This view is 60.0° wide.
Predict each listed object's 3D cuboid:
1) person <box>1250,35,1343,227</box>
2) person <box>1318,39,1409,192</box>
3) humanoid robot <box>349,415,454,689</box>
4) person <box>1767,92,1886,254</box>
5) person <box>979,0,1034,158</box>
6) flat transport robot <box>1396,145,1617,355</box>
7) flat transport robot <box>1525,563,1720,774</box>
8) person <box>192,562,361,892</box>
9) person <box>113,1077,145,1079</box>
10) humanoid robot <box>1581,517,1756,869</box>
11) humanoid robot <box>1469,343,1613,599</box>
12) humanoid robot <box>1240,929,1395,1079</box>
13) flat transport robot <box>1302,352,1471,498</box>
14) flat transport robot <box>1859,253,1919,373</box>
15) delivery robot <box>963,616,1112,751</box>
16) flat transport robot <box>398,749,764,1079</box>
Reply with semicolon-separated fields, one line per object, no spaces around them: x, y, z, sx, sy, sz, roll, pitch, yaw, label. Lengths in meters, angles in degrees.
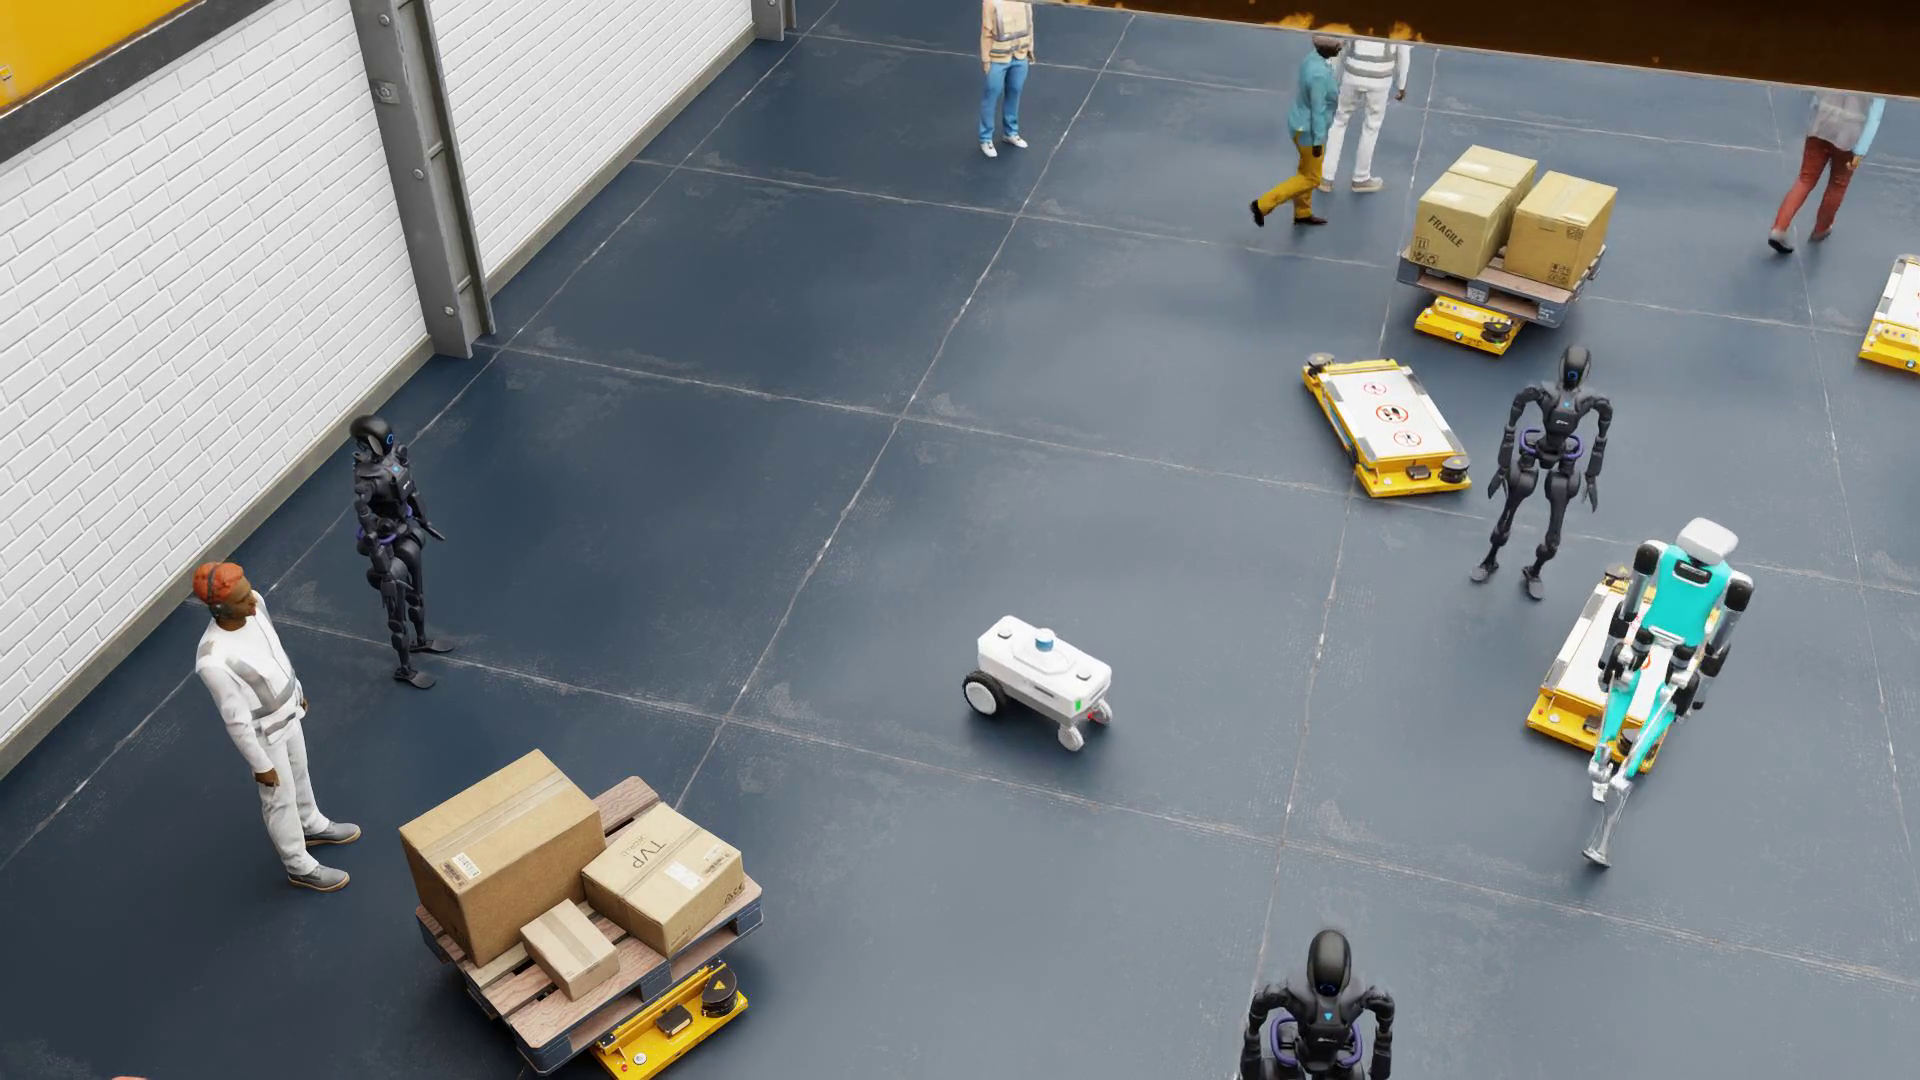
2.608;-3.135;12.726;0.616;1.733;0.560;0;39;0;person
3.209;-3.644;13.277;0.685;1.855;0.364;15;41;17;person
-2.980;0.031;8.831;0.315;1.657;0.599;6;39;8;humanoid robot
6.575;-3.026;12.517;0.794;1.847;0.546;-30;48;-32;person
0.379;-4.060;13.898;0.487;1.720;0.377;-21;43;-24;person
3.950;-1.846;12.301;0.659;0.231;1.431;23;44;26;flat transport robot
3.681;0.676;9.163;0.659;0.231;1.431;23;44;25;flat transport robot
-3.165;0.852;7.658;0.356;1.882;0.574;-2;39;-3;person
-2.562;2.439;5.641;0.542;1.938;0.353;-15;41;-18;person
3.178;0.803;7.840;0.532;1.760;0.936;25;45;27;humanoid robot
3.314;-0.389;9.357;0.603;1.651;0.314;9;40;11;humanoid robot
1.369;2.034;6.403;0.610;1.635;0.794;1;39;2;humanoid robot
2.799;-0.789;10.986;0.659;0.231;1.431;-5;39;-7;flat transport robot
6.994;-1.619;12.018;0.659;0.231;1.431;22;44;25;flat transport robot
0.420;0.722;8.892;0.796;0.613;0.499;26;46;29;delivery robot
-1.679;1.866;7.684;0.659;0.231;1.431;-31;48;-32;flat transport robot
